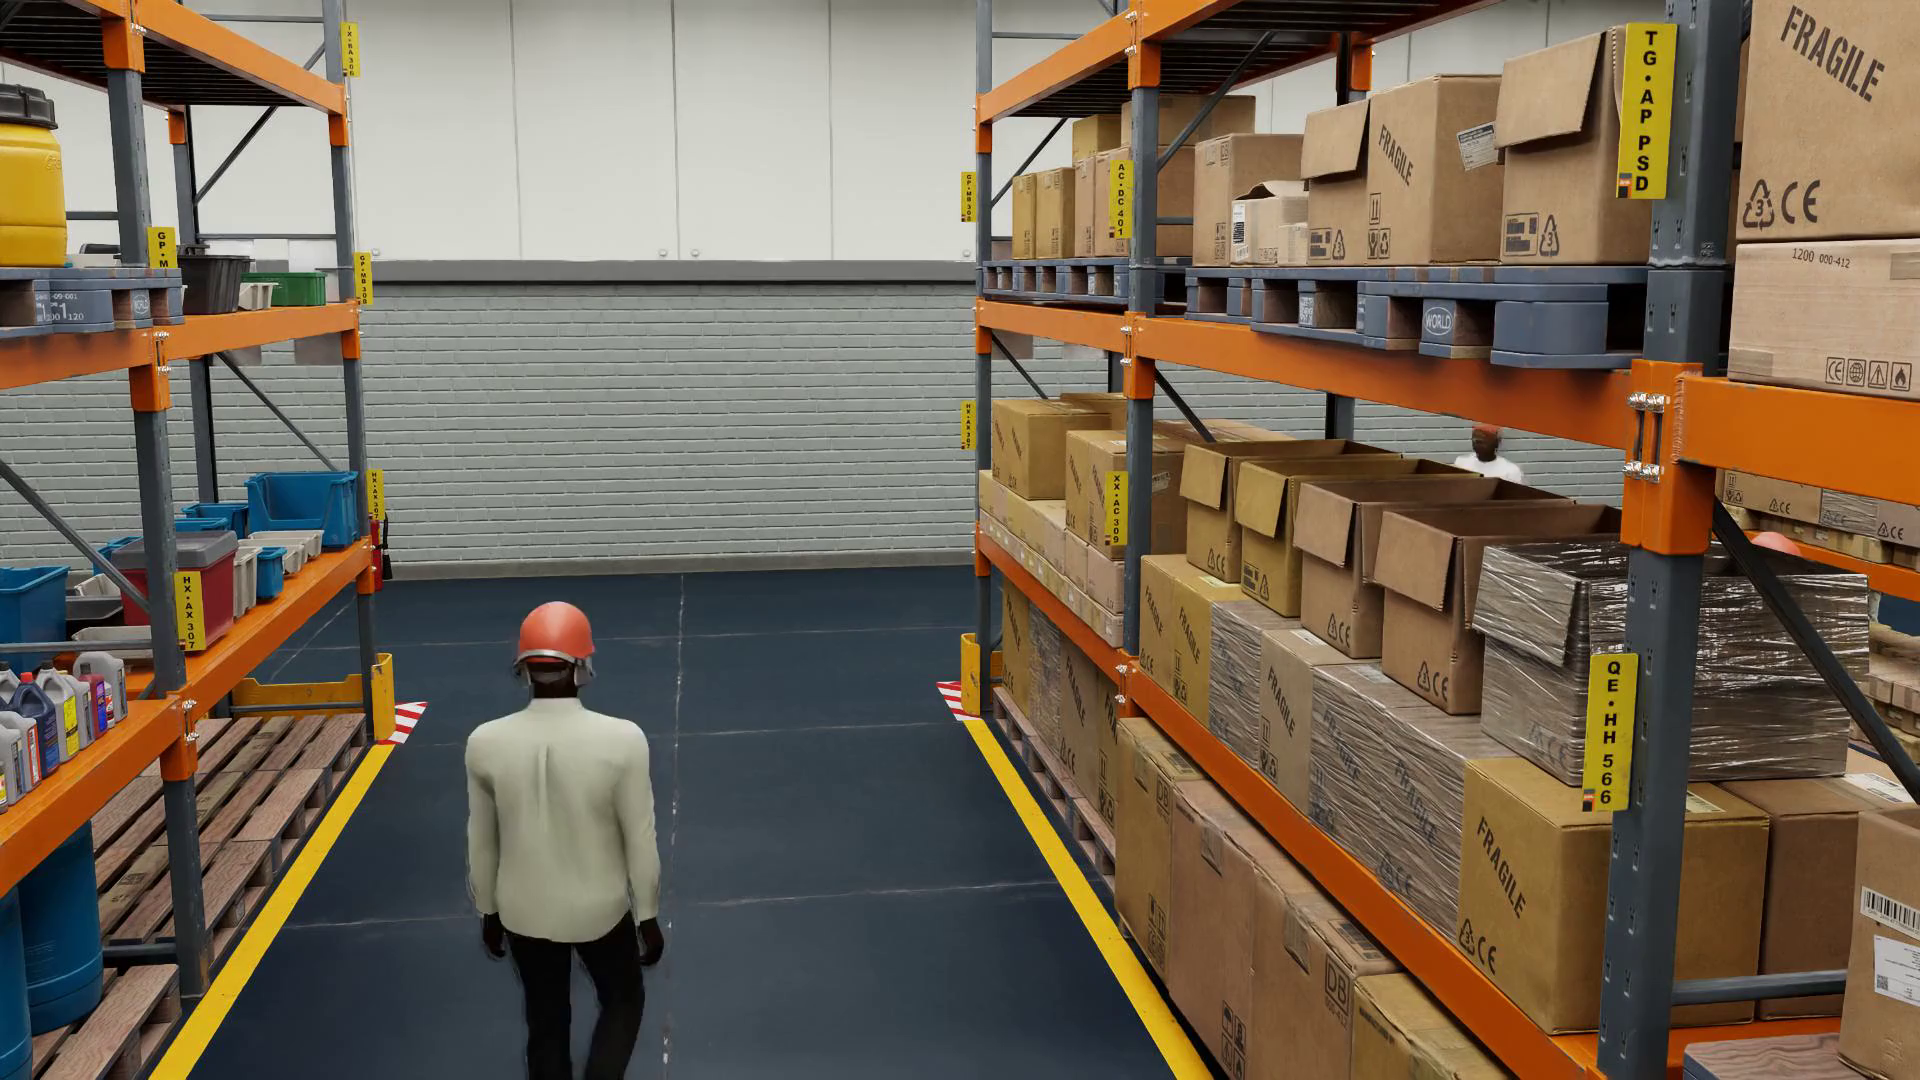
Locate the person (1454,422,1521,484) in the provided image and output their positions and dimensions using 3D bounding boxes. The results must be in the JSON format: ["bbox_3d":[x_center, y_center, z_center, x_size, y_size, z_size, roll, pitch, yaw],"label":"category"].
[{"bbox_3d":[4.170,-0.035,13.247,0.641,1.875,0.642,-9,13,-43],"label":"person"}]

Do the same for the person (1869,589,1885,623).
[{"bbox_3d":[6.131,0.279,11.348,0.510,1.860,0.334,-5,10,-26],"label":"person"}]

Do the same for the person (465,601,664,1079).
[{"bbox_3d":[-1.273,1.179,5.396,0.644,1.981,0.423,1,9,4],"label":"person"}]

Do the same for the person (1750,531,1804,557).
[{"bbox_3d":[3.395,0.927,7.082,0.548,1.942,0.343,-2,9,-14],"label":"person"}]
